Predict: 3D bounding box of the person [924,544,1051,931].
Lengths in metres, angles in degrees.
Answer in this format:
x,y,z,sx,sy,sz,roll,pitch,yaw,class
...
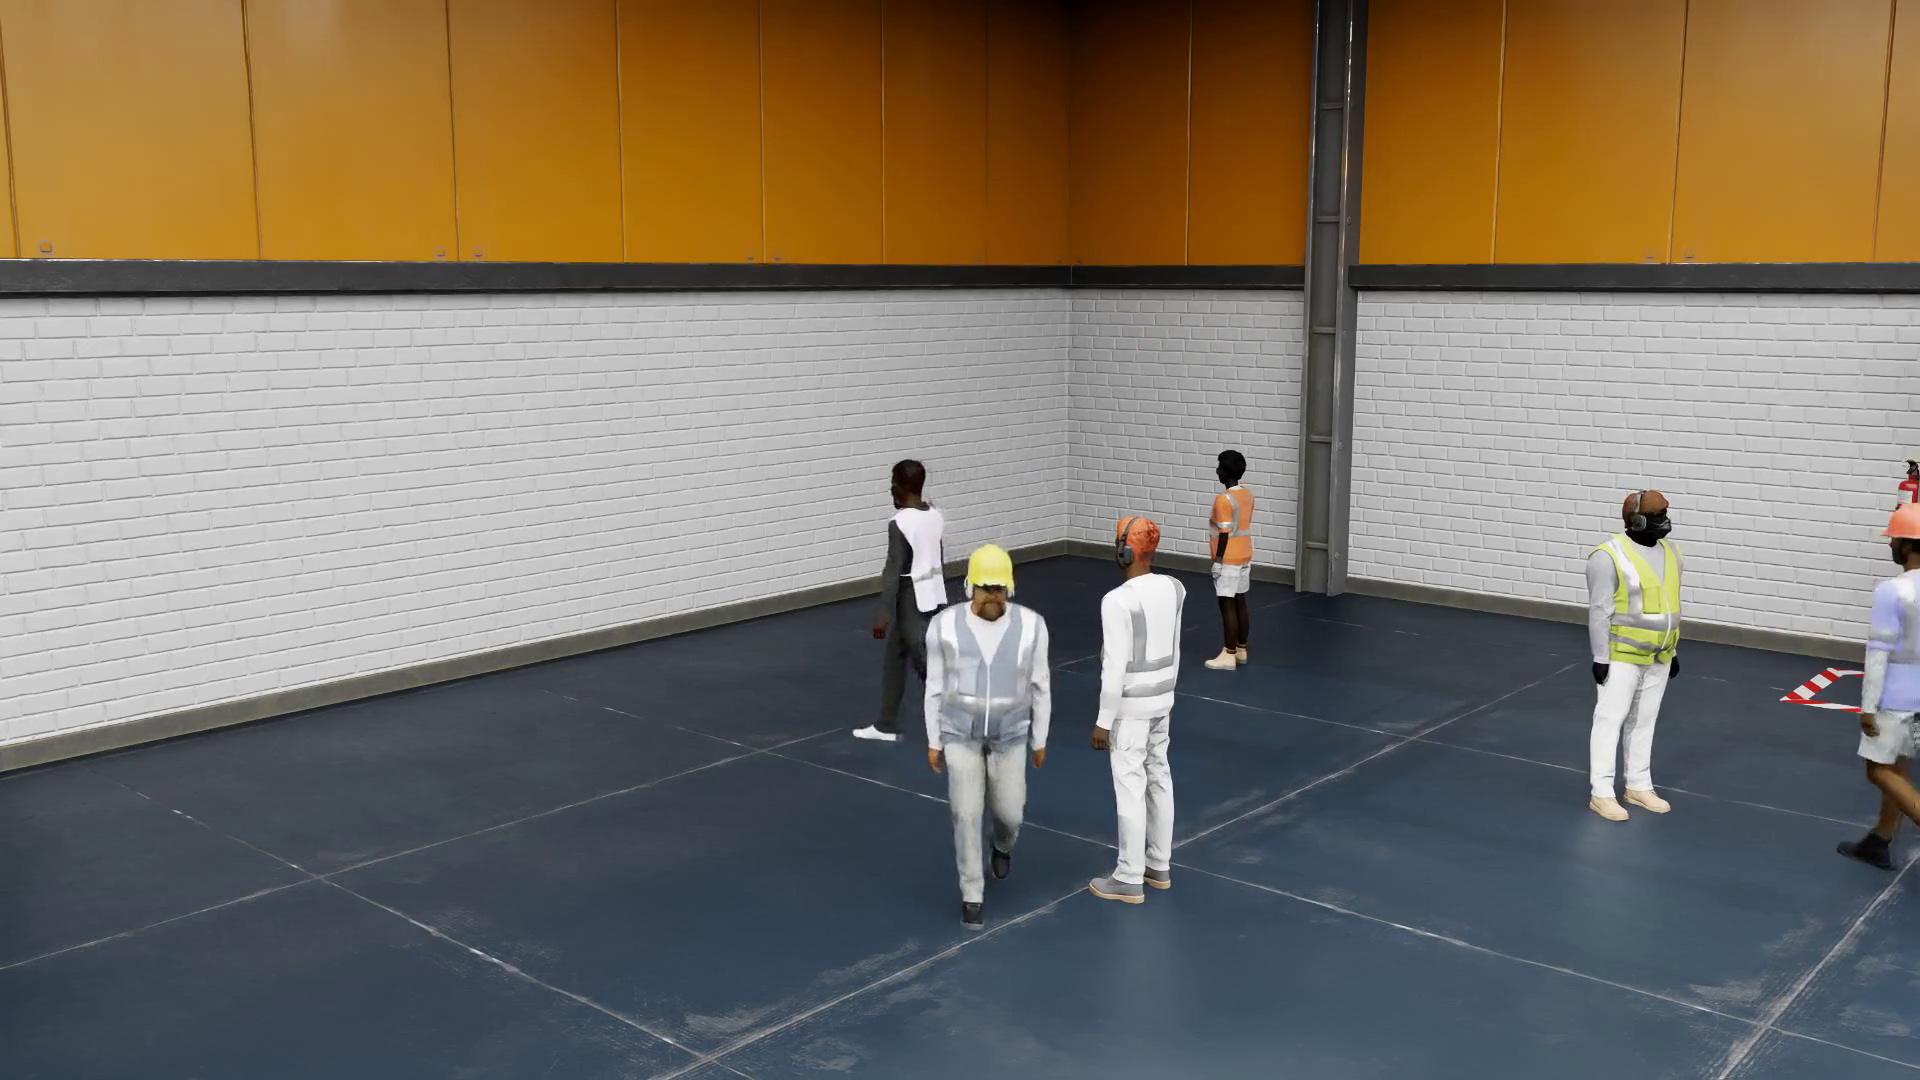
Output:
x,y,z,sx,sy,sz,roll,pitch,yaw,class
0.125,0.890,7.879,0.595,1.812,0.589,0,9,-2,person

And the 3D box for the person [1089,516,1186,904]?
x,y,z,sx,sy,sz,roll,pitch,yaw,class
0.854,0.818,8.079,0.356,1.883,0.572,8,12,41,person

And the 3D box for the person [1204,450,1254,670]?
x,y,z,sx,sy,sz,roll,pitch,yaw,class
2.082,0.151,12.842,0.316,1.695,0.542,6,11,31,person

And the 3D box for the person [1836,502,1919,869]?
x,y,z,sx,sy,sz,roll,pitch,yaw,class
4.752,0.774,8.261,0.548,1.916,0.745,-3,10,-19,person

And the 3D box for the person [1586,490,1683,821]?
x,y,z,sx,sy,sz,roll,pitch,yaw,class
3.797,0.637,9.330,0.630,1.846,0.429,-4,10,-25,person

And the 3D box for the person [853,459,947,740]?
x,y,z,sx,sy,sz,roll,pitch,yaw,class
-0.239,0.419,10.619,0.964,1.881,0.590,3,10,19,person
